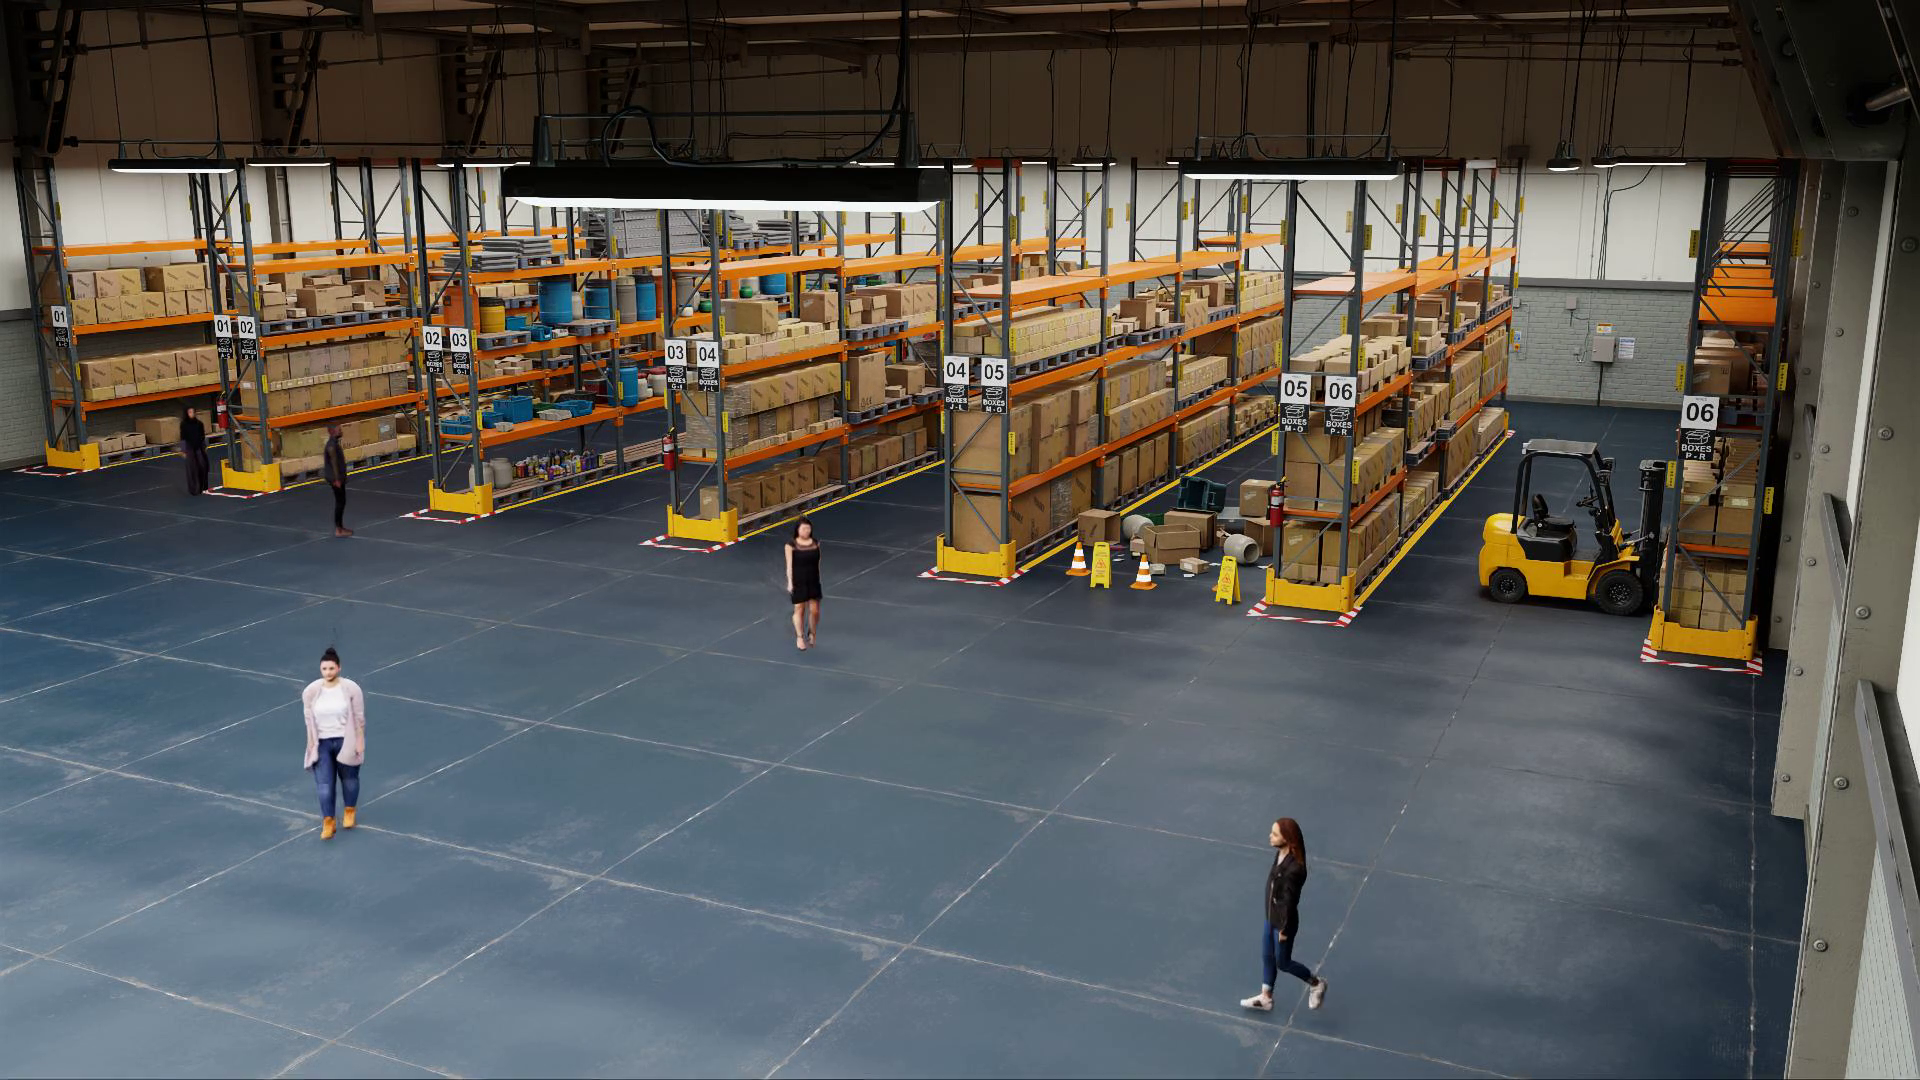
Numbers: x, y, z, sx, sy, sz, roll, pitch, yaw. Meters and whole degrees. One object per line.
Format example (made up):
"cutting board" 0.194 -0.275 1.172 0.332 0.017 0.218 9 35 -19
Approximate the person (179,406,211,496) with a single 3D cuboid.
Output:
"person" -13.991 -1.648 30.316 0.782 1.609 0.813 -10 17 -38

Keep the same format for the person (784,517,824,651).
"person" -1.978 0.540 20.655 0.770 1.705 0.843 -6 14 -26

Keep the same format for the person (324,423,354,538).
"person" -10.115 -0.979 26.937 0.870 1.830 0.783 -3 13 -14

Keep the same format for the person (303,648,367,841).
"person" -5.665 1.801 15.157 0.932 1.727 1.001 -3 13 -12

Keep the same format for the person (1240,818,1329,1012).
"person" 2.358 2.693 11.876 0.879 1.471 0.871 -2 13 -8
